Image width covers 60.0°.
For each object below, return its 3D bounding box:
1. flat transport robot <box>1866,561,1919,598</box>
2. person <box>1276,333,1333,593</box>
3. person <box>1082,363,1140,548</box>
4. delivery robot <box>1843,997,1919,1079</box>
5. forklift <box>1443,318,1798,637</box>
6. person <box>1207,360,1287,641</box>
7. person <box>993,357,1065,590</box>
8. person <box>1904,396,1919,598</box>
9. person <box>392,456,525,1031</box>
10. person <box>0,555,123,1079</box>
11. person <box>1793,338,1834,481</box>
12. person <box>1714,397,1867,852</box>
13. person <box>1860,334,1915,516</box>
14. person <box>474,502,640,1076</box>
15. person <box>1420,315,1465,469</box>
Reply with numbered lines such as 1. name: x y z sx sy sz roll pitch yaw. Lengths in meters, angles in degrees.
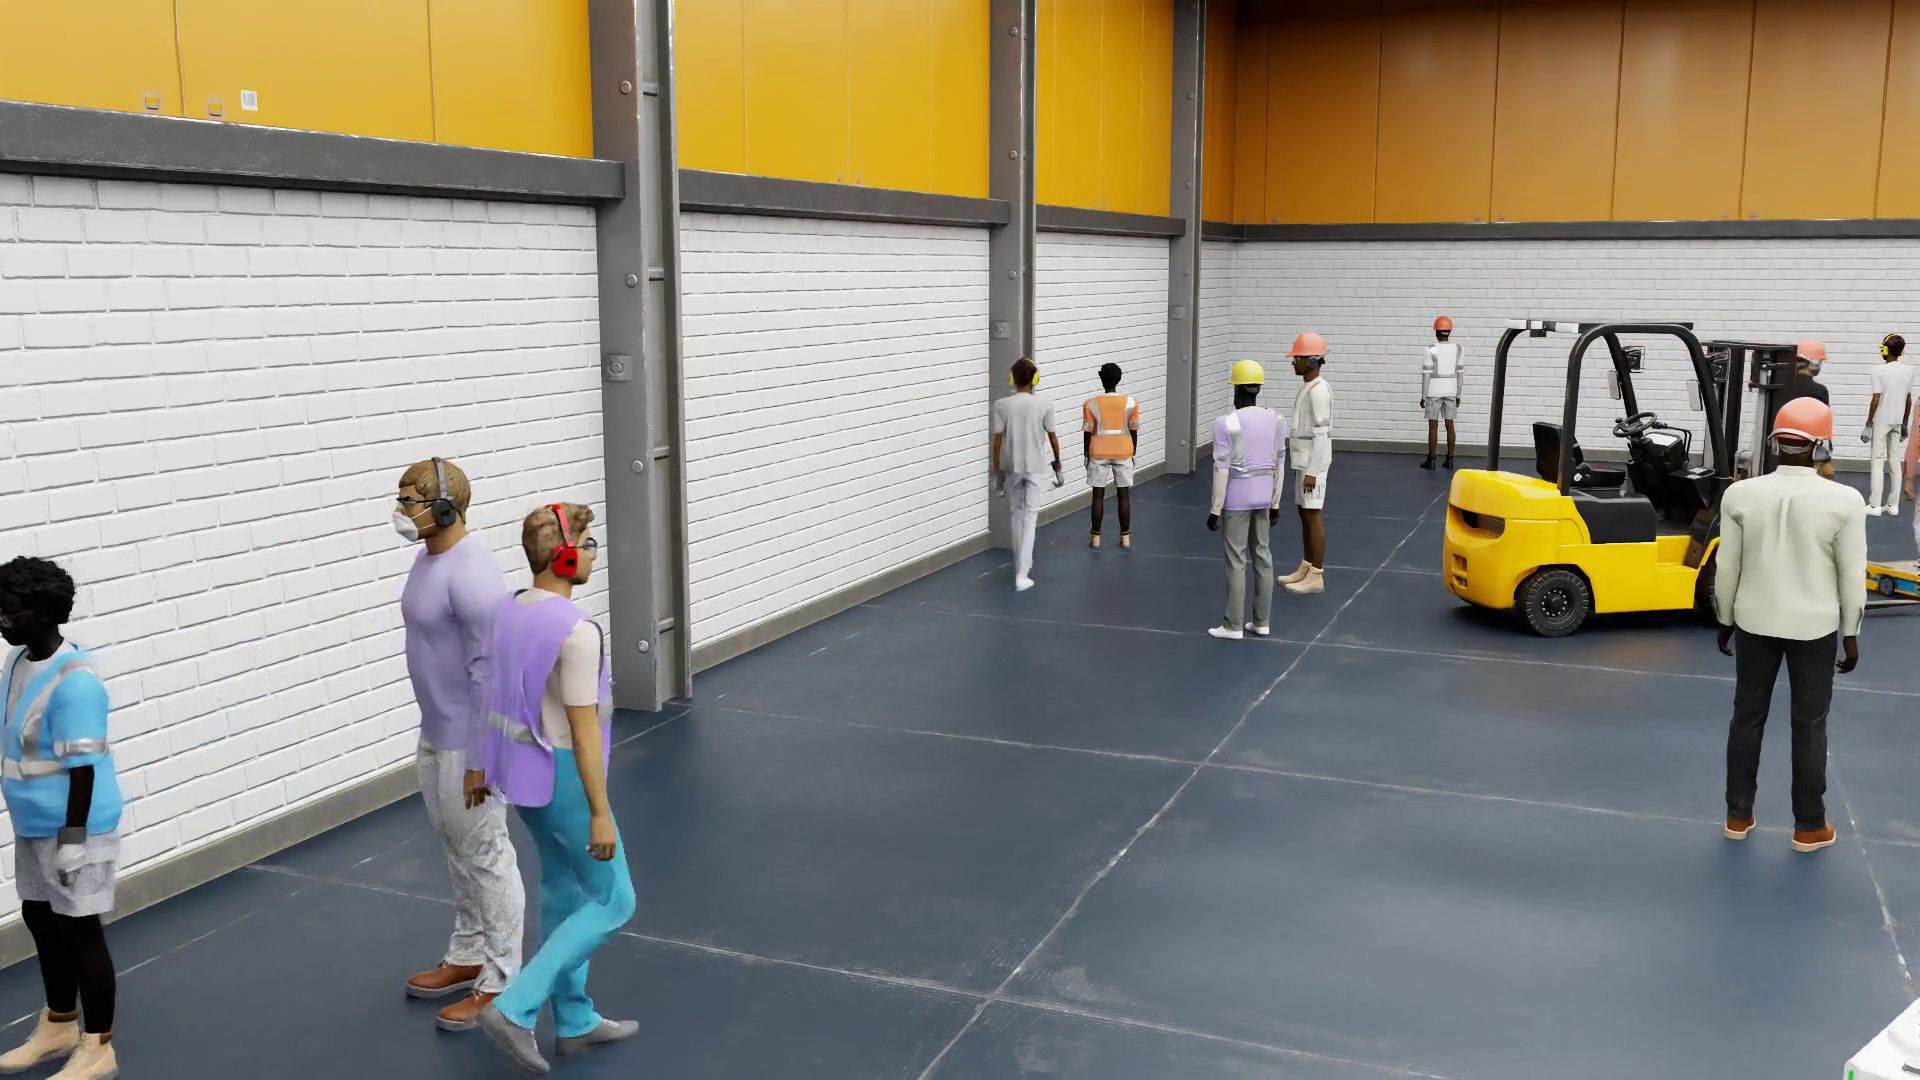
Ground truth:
1. flat transport robot: 7.575 0.350 12.669 0.652 0.197 1.431 -2 10 -15
2. person: 2.722 -0.601 13.076 0.378 2.044 0.608 0 9 2
3. person: 1.366 -0.761 15.114 0.532 1.694 0.320 0 9 -1
4. delivery robot: 2.750 1.487 4.638 0.707 0.478 0.477 -9 13 -43
5. forklift: 4.706 -0.497 11.990 2.313 2.155 1.214 -2 10 -10
6. person: 1.954 -0.269 11.417 0.592 1.926 0.366 -5 11 -28
7. person: 0.561 -0.550 13.425 0.519 1.832 0.841 3 10 19
8. person: 7.482 -0.469 12.544 0.663 1.950 0.588 3 10 19
9. person: -1.698 0.679 5.639 0.369 1.938 0.630 -6 11 -32
10. person: -2.818 0.877 5.182 0.547 1.689 0.347 8 12 41
11. person: 6.972 -0.705 13.938 0.889 1.968 0.628 -1 9 -7
12. person: 3.654 0.369 7.342 0.609 1.996 0.379 8 12 39
13. person: 9.526 -1.181 17.118 0.531 1.870 0.316 -2 10 -13
14. person: -1.279 0.793 5.245 0.501 1.834 0.585 -7 12 -38
15. person: 6.065 -1.854 20.977 0.545 1.942 0.349 -1 9 -8
